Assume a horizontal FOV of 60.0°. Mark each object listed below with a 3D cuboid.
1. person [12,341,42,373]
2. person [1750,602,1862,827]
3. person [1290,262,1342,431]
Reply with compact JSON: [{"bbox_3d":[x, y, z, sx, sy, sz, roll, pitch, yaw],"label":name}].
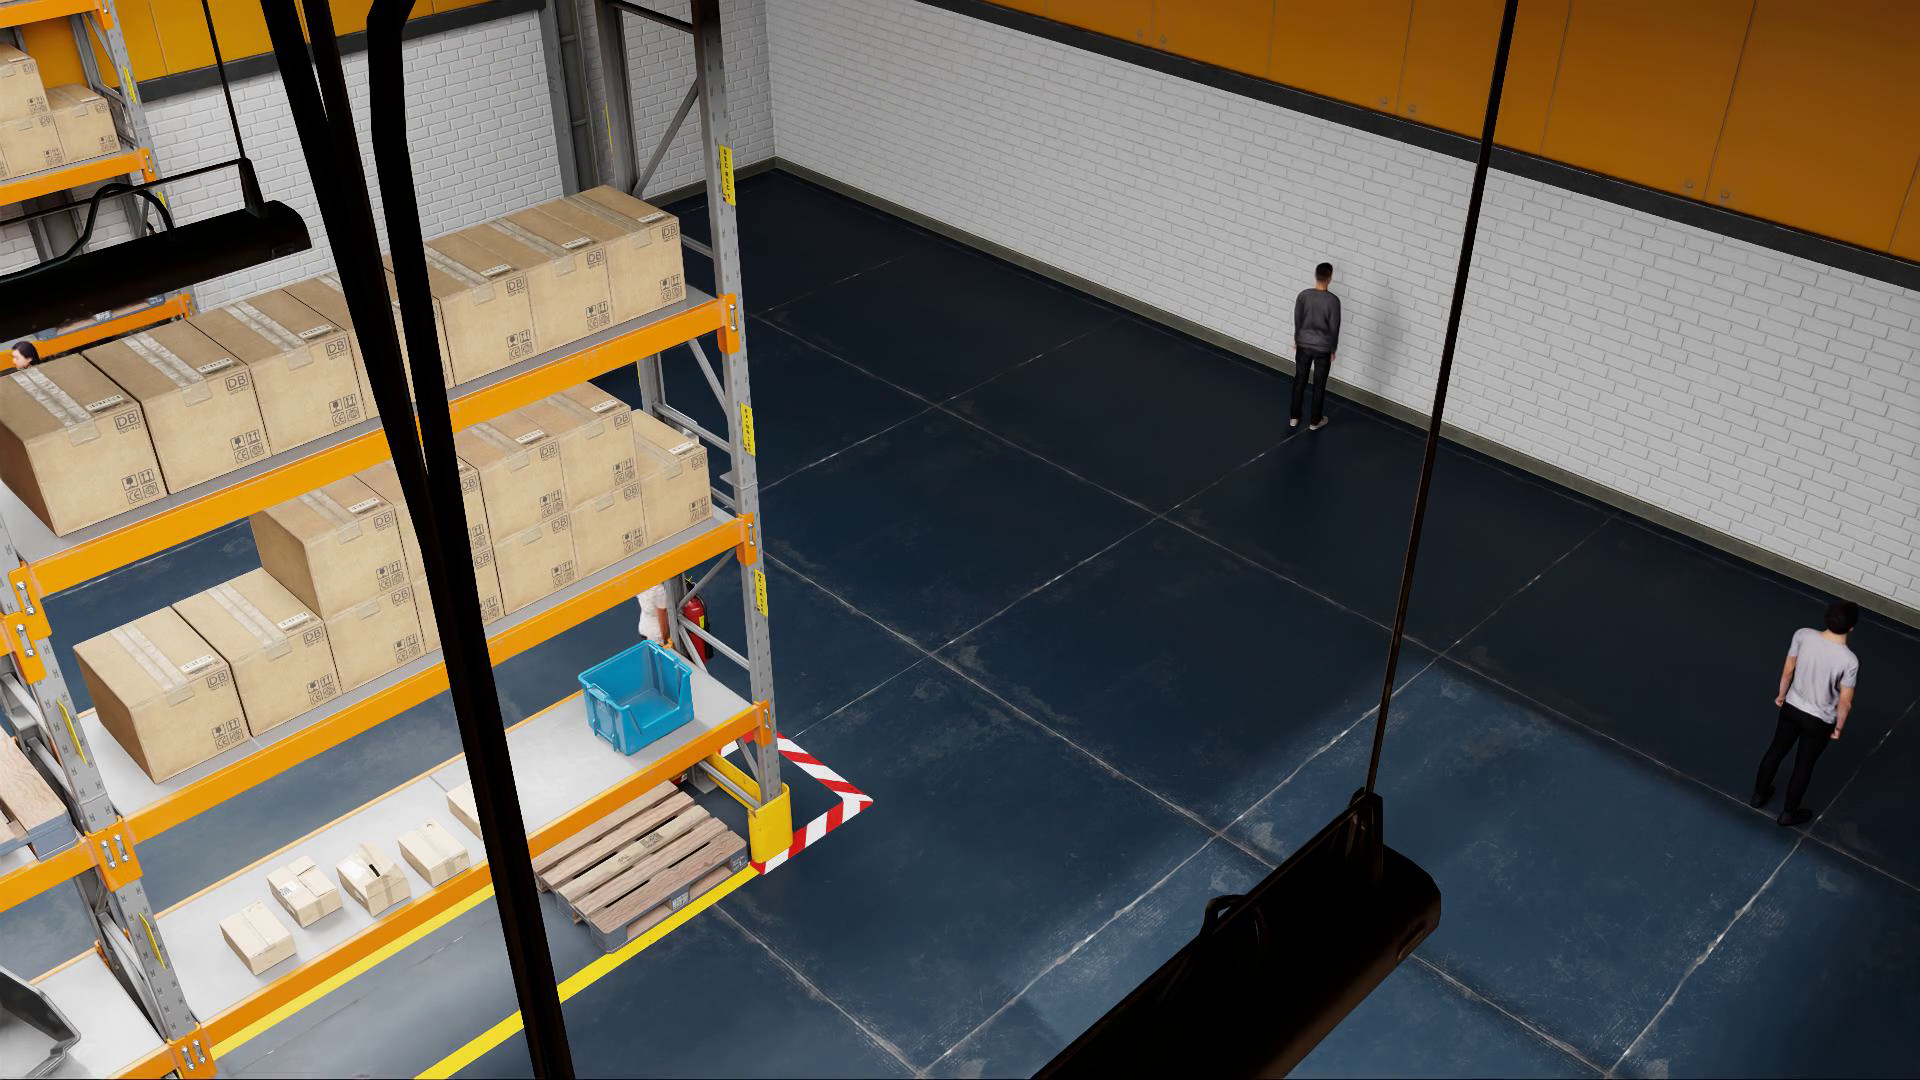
[{"bbox_3d":[-8.224,-1.041,15.230,0.757,1.708,1.242,22,39,29],"label":"person"},{"bbox_3d":[5.973,1.206,11.709,0.623,1.864,0.705,-20,38,-27],"label":"person"},{"bbox_3d":[3.524,-1.926,16.509,0.676,1.766,0.639,17,37,23],"label":"person"}]
